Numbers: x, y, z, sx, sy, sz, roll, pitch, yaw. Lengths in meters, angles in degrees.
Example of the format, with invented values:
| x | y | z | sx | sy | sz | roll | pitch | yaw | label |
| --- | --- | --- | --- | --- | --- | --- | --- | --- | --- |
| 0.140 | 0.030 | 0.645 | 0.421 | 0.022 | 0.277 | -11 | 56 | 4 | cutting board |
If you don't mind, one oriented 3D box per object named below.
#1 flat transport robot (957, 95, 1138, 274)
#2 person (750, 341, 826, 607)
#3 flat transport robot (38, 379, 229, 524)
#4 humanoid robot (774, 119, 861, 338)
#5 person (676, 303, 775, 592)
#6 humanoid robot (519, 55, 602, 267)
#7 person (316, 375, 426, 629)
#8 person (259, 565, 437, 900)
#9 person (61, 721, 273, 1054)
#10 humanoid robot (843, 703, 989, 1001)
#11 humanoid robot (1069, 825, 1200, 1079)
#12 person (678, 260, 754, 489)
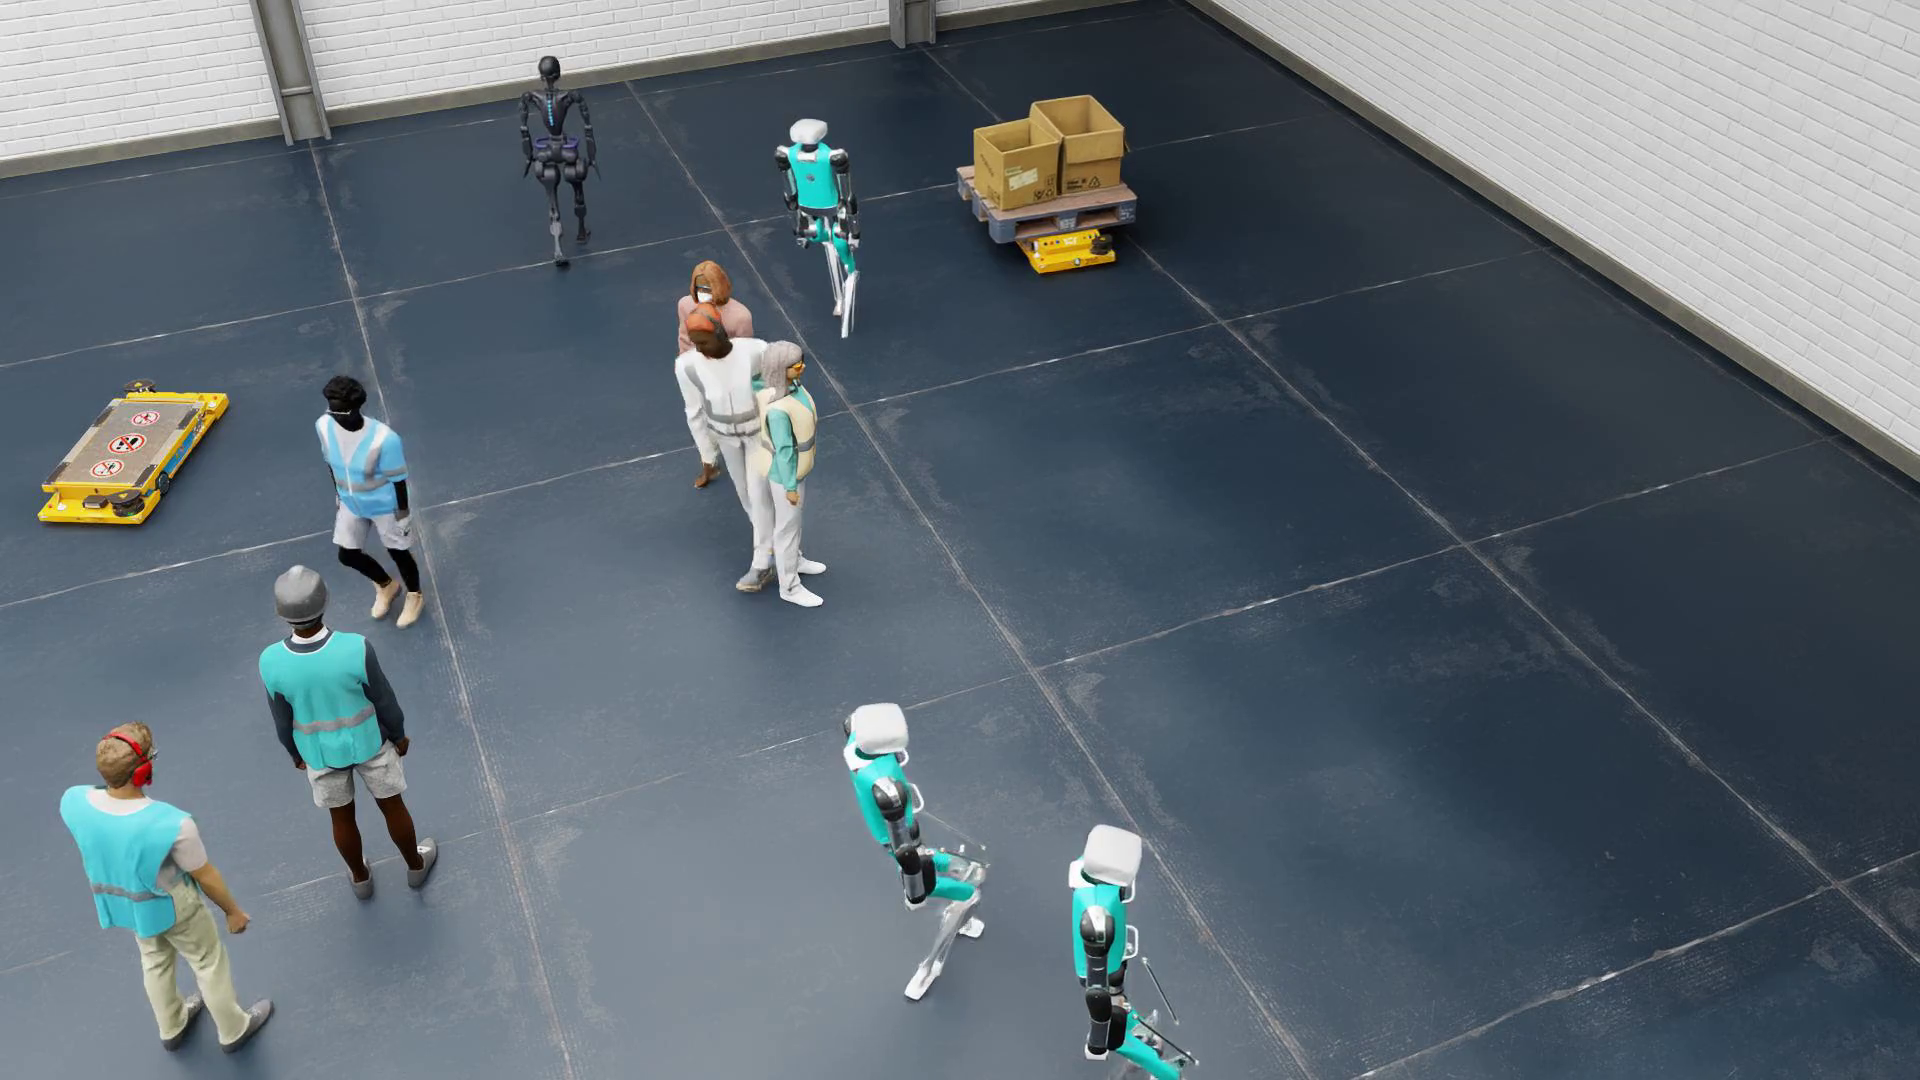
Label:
| x | y | z | sx | sy | sz | roll | pitch | yaw | label |
| --- | --- | --- | --- | --- | --- | --- | --- | --- | --- |
| 0.712 | -2.638 | 13.707 | 0.659 | 0.231 | 1.431 | -12 | 39 | -15 | flat transport robot |
| -0.995 | -0.394 | 9.603 | 0.366 | 1.709 | 0.463 | 0 | 38 | 1 | person |
| -5.475 | -0.598 | 11.052 | 0.659 | 0.231 | 1.431 | 2 | 38 | 2 | flat transport robot |
| -0.935 | -2.318 | 12.119 | 0.557 | 1.786 | 0.894 | 8 | 38 | 11 | humanoid robot |
| -1.287 | -0.565 | 9.723 | 0.655 | 1.838 | 0.793 | 3 | 38 | 4 | person |
| -3.145 | -2.968 | 13.033 | 0.610 | 1.652 | 0.762 | -2 | 38 | -3 | humanoid robot |
| -3.310 | -0.195 | 9.360 | 0.547 | 1.681 | 0.390 | 10 | 39 | 13 | person |
| -2.841 | 0.932 | 7.690 | 0.549 | 1.940 | 0.419 | -9 | 38 | -11 | person |
| -3.331 | 1.534 | 6.997 | 0.597 | 1.827 | 0.431 | 8 | 38 | 10 | person |
| -0.062 | 1.326 | 7.335 | 0.880 | 1.769 | 0.597 | -13 | 39 | -16 | humanoid robot |
| 0.734 | 1.864 | 6.680 | 0.656 | 1.851 | 0.540 | 3 | 38 | 4 | humanoid robot |
| -1.518 | -1.023 | 10.483 | 0.498 | 1.633 | 0.284 | 9 | 39 | 12 | person |
